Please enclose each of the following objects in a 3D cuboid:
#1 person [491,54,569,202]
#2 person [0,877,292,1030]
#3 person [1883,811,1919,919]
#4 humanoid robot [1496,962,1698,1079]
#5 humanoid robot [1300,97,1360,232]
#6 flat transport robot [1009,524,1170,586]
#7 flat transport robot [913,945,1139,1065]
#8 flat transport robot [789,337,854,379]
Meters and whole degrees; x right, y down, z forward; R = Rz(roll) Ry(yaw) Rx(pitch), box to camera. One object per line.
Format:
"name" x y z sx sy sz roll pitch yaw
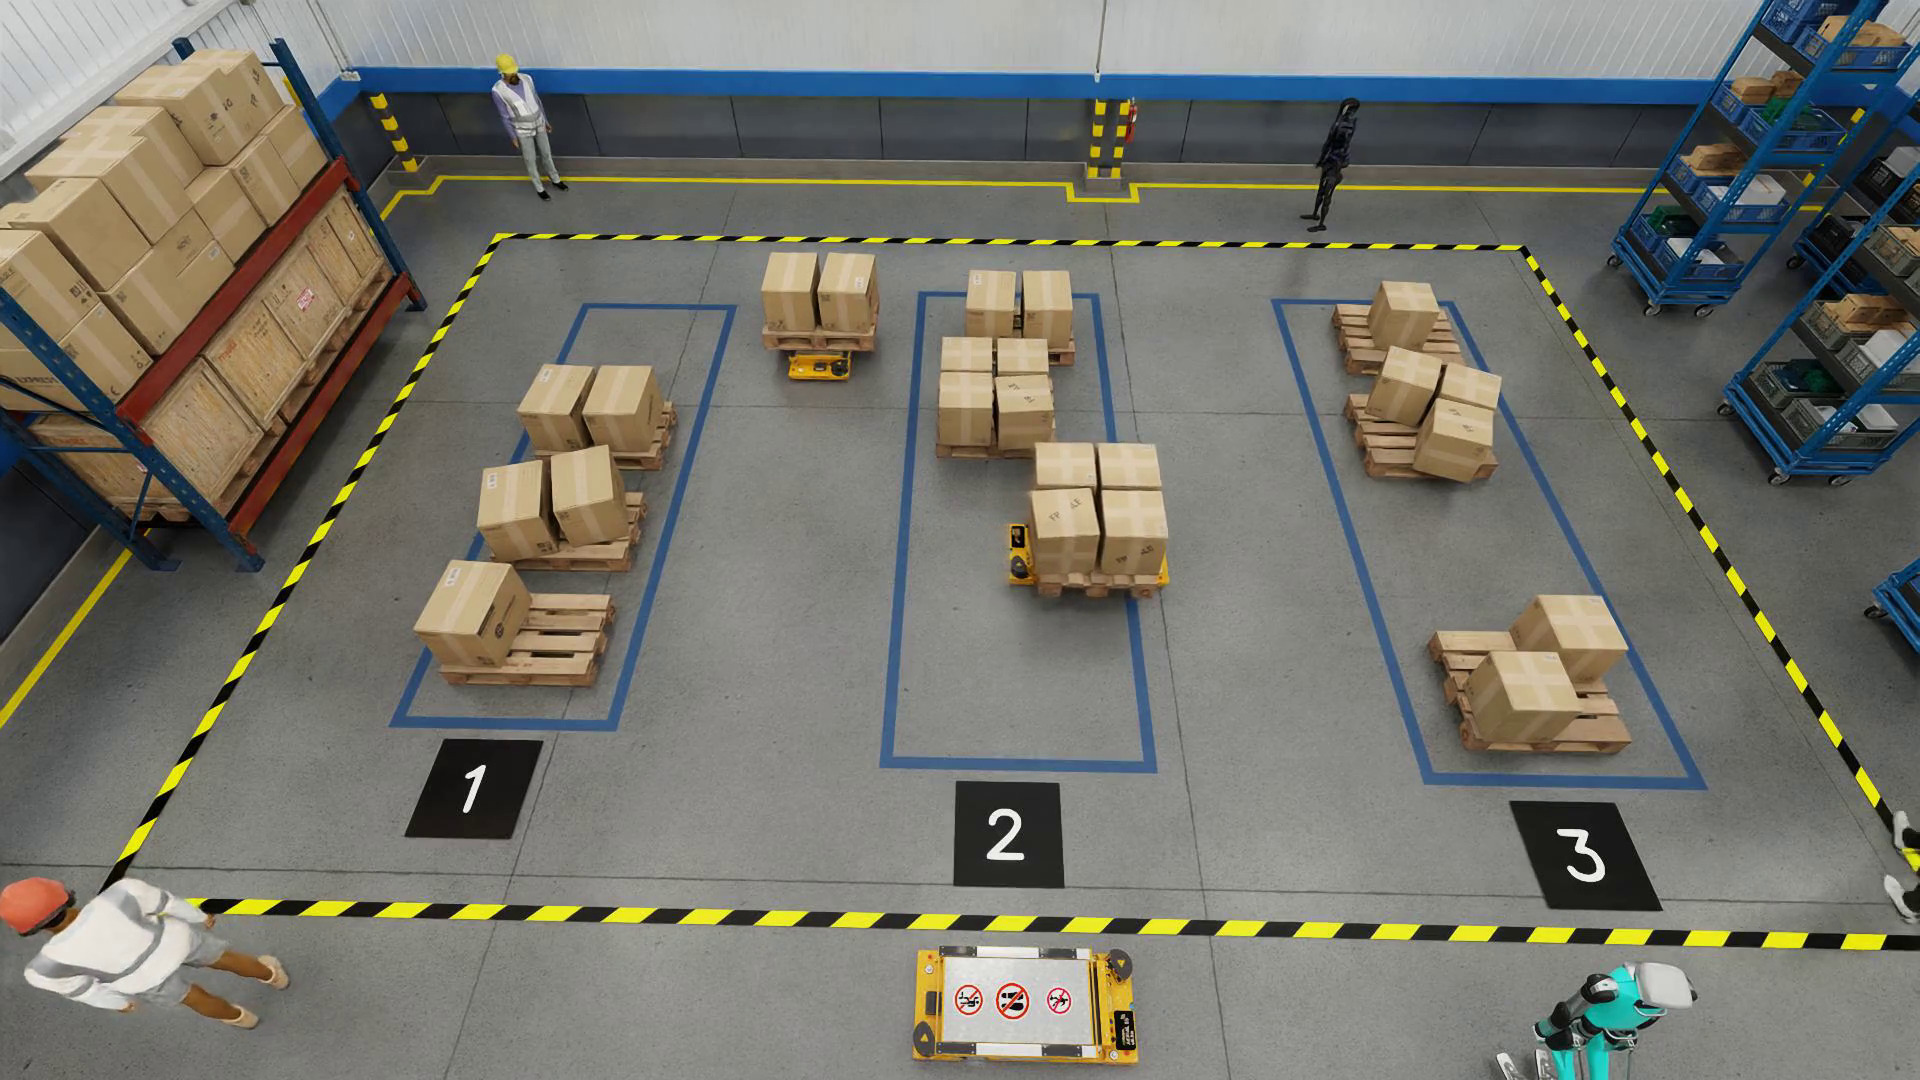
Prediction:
"person" -5.547 -5.314 11.808 0.404 1.830 0.598 29 57 22
"person" -4.734 2.427 5.365 0.390 2.040 0.613 20 53 15
"person" 6.792 1.805 6.014 0.610 1.812 0.893 12 52 10
"humanoid robot" 3.555 2.907 5.082 0.533 1.677 0.735 0 51 0
"humanoid robot" 4.606 -4.638 11.348 0.315 1.657 0.599 -1 51 0
"flat transport robot" 1.171 0.098 8.388 1.431 0.197 0.652 1 51 1
"flat transport robot" 0.422 3.041 6.007 1.431 0.231 0.659 1 51 1
"flat transport robot" -1.527 -2.361 10.393 0.652 0.197 1.431 1 51 1
